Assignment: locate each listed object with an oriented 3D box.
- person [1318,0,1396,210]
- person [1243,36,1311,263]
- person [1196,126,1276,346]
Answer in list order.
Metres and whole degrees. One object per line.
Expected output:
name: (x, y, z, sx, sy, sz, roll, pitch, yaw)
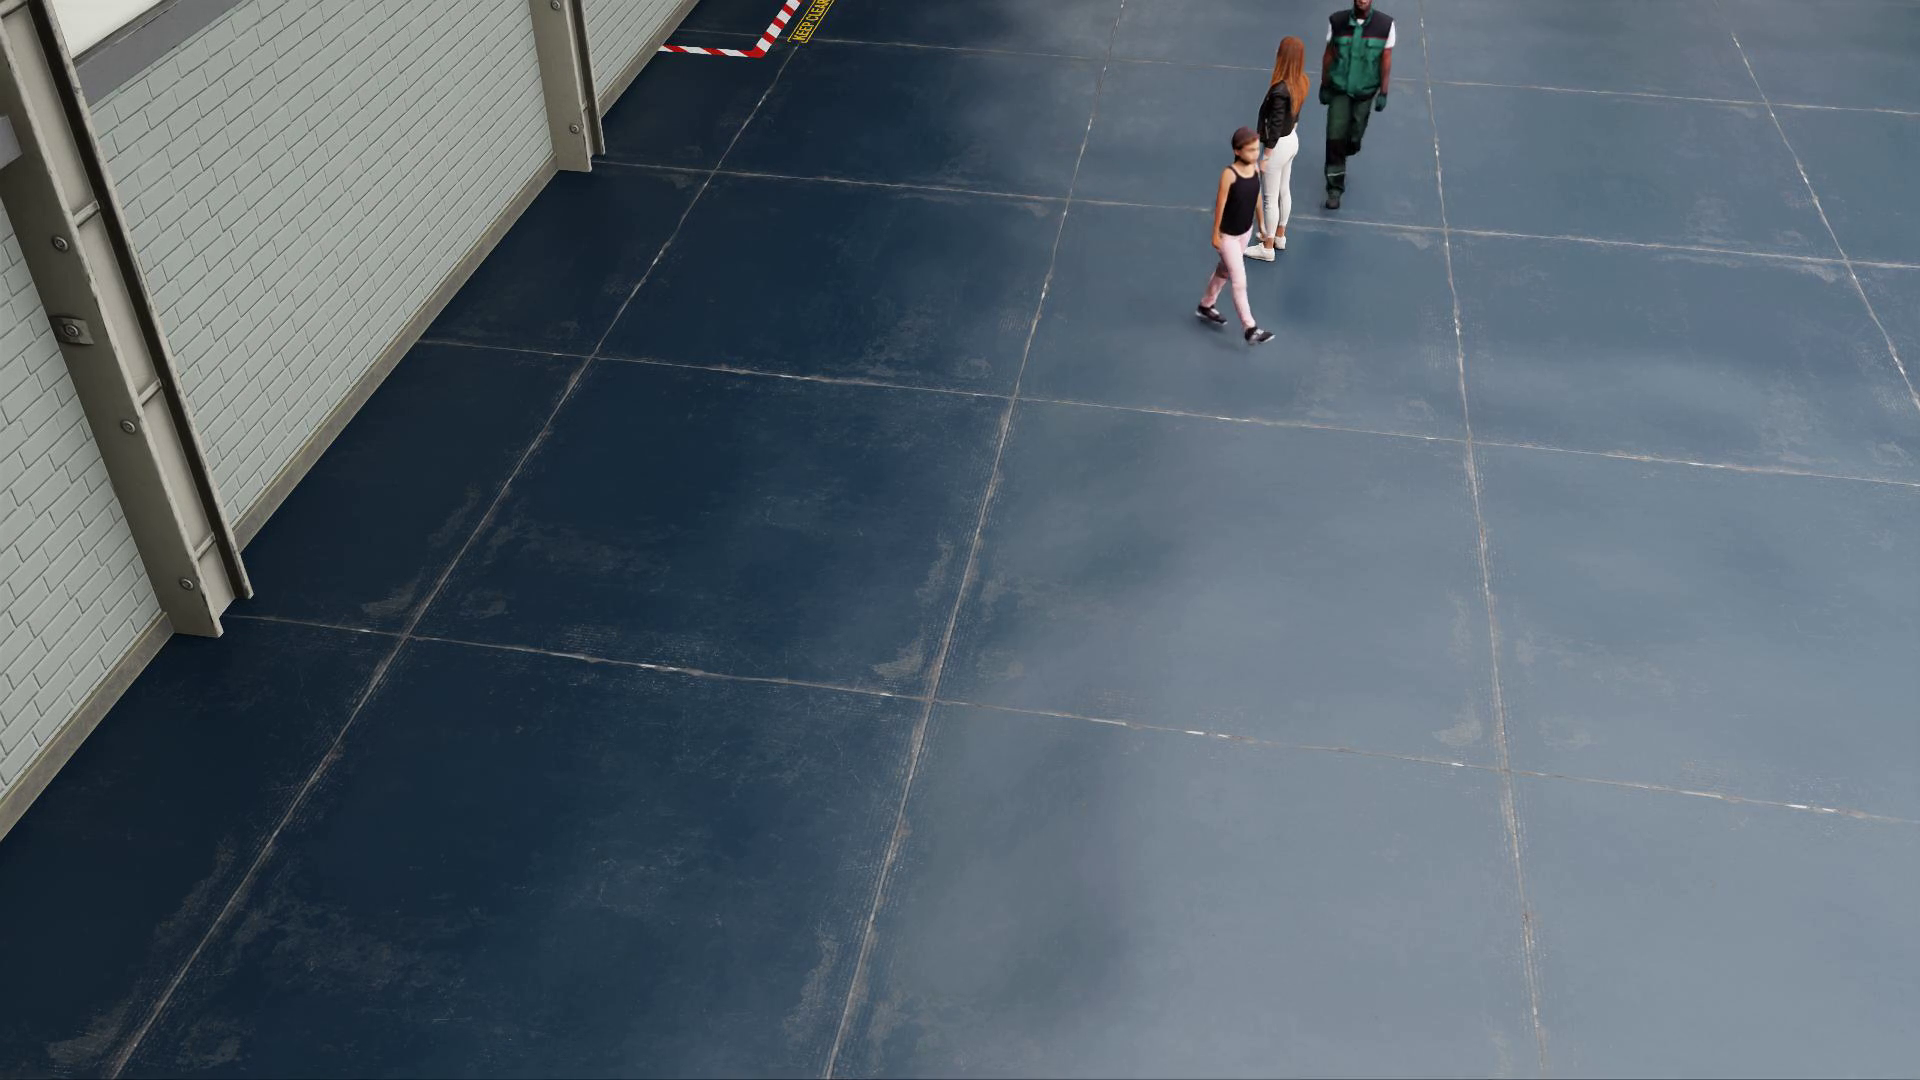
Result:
person: (3.081, -3.552, 13.080, 0.720, 1.812, 1.080, 12, 40, 14)
person: (2.370, -2.904, 12.340, 0.732, 1.704, 0.599, 23, 44, 27)
person: (1.845, -2.135, 11.497, 0.975, 1.531, 0.965, -30, 47, -33)
